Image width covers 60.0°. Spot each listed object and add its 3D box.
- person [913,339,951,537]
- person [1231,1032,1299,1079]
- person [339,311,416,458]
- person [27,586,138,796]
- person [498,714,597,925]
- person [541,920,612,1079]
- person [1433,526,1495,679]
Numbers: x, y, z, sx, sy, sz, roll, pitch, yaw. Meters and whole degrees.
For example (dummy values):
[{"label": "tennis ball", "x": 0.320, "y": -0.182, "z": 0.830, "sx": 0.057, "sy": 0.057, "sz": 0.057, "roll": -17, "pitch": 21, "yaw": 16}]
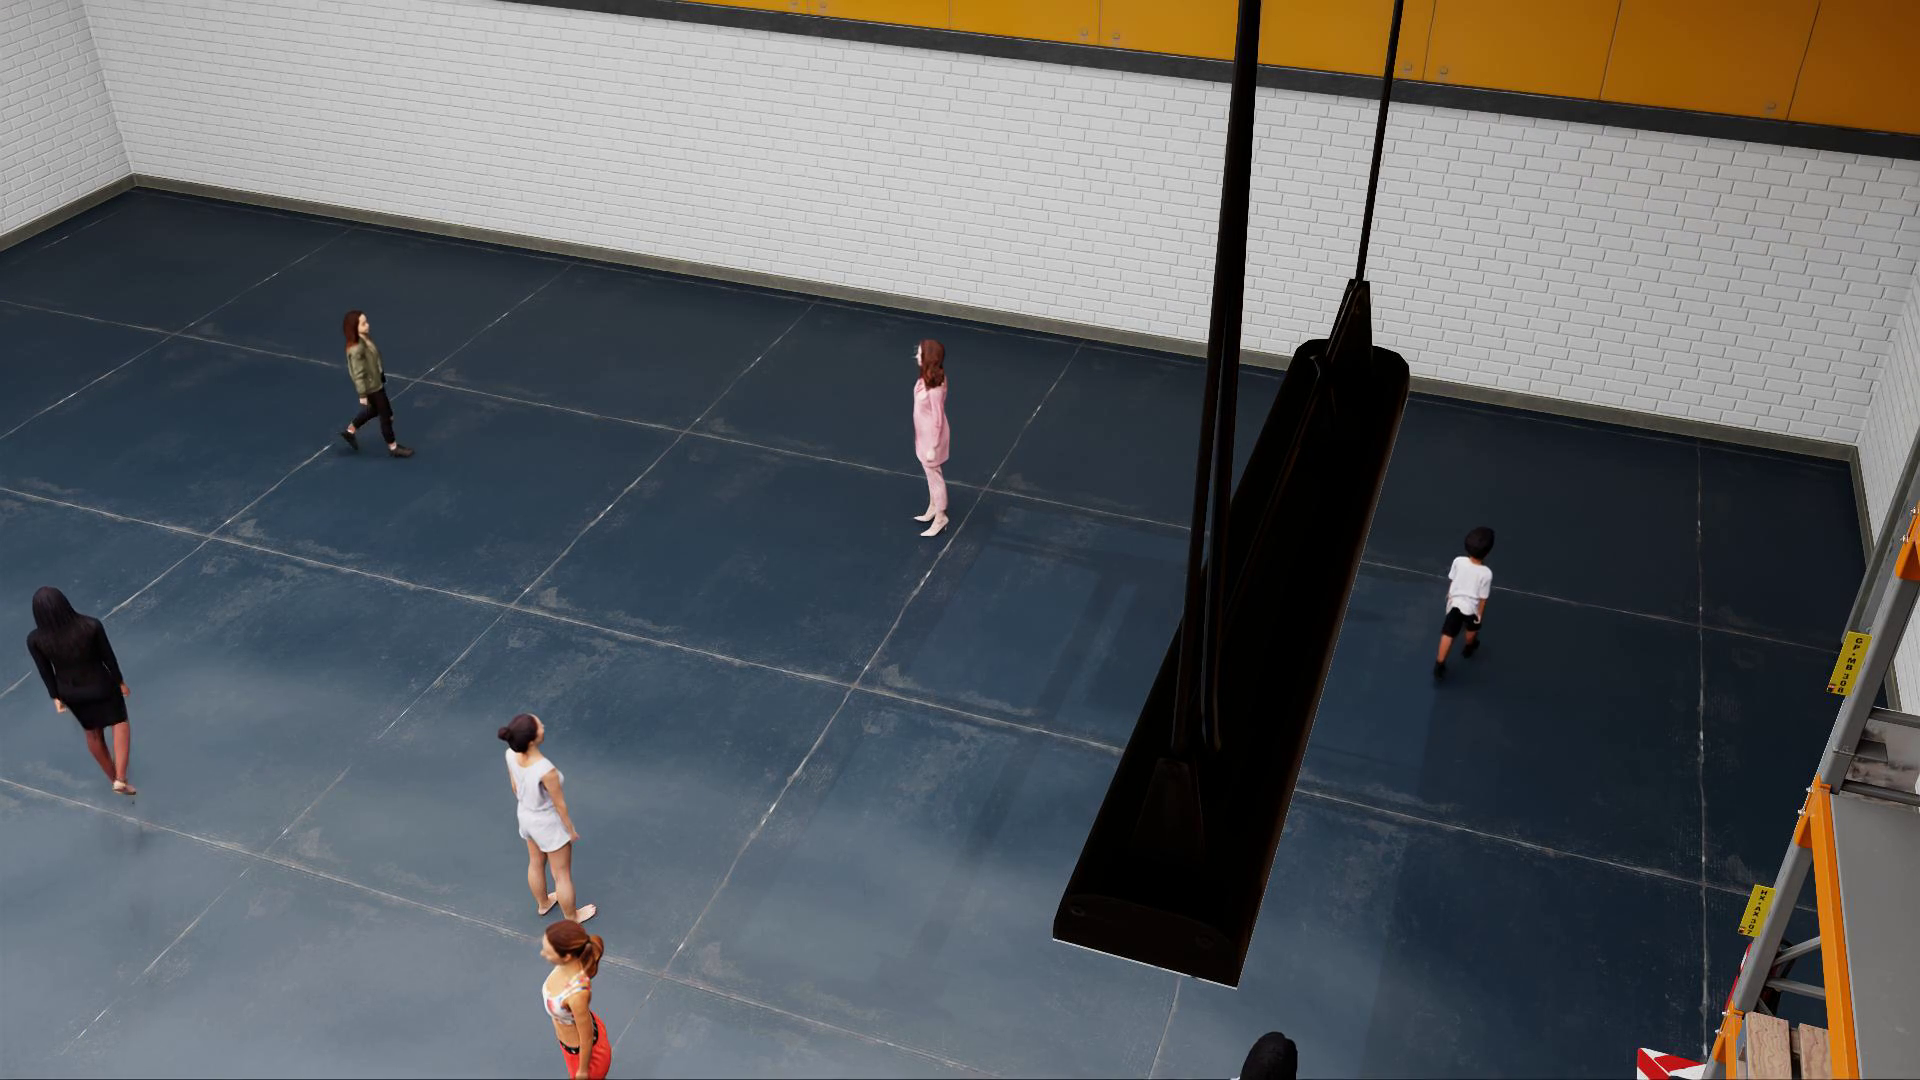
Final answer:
[{"label": "person", "x": -0.224, "y": -0.860, "z": 13.841, "sx": 0.746, "sy": 1.803, "sz": 0.630, "roll": -6, "pitch": 34, "yaw": -9}, {"label": "person", "x": 1.408, "y": 3.089, "z": 7.988, "sx": 0.814, "sy": 1.707, "sz": 1.130, "roll": 4, "pitch": 34, "yaw": 5}, {"label": "person", "x": -5.359, "y": -1.391, "z": 14.950, "sx": 0.874, "sy": 1.461, "sz": 0.919, "roll": -3, "pitch": 34, "yaw": -5}, {"label": "person", "x": -5.782, "y": 1.060, "z": 11.041, "sx": 0.893, "sy": 1.705, "sz": 0.964, "roll": -12, "pitch": 36, "yaw": -18}, {"label": "person", "x": -2.547, "y": 1.709, "z": 10.158, "sx": 0.615, "sy": 1.602, "sz": 0.616, "roll": 20, "pitch": 38, "yaw": 27}, {"label": "person", "x": -1.947, "y": 2.622, "z": 8.614, "sx": 0.743, "sy": 1.792, "sz": 0.677, "roll": -12, "pitch": 36, "yaw": -18}, {"label": "person", "x": 3.719, "y": 0.485, "z": 12.328, "sx": 0.657, "sy": 1.238, "sz": 0.934, "roll": 22, "pitch": 40, "yaw": 30}]
